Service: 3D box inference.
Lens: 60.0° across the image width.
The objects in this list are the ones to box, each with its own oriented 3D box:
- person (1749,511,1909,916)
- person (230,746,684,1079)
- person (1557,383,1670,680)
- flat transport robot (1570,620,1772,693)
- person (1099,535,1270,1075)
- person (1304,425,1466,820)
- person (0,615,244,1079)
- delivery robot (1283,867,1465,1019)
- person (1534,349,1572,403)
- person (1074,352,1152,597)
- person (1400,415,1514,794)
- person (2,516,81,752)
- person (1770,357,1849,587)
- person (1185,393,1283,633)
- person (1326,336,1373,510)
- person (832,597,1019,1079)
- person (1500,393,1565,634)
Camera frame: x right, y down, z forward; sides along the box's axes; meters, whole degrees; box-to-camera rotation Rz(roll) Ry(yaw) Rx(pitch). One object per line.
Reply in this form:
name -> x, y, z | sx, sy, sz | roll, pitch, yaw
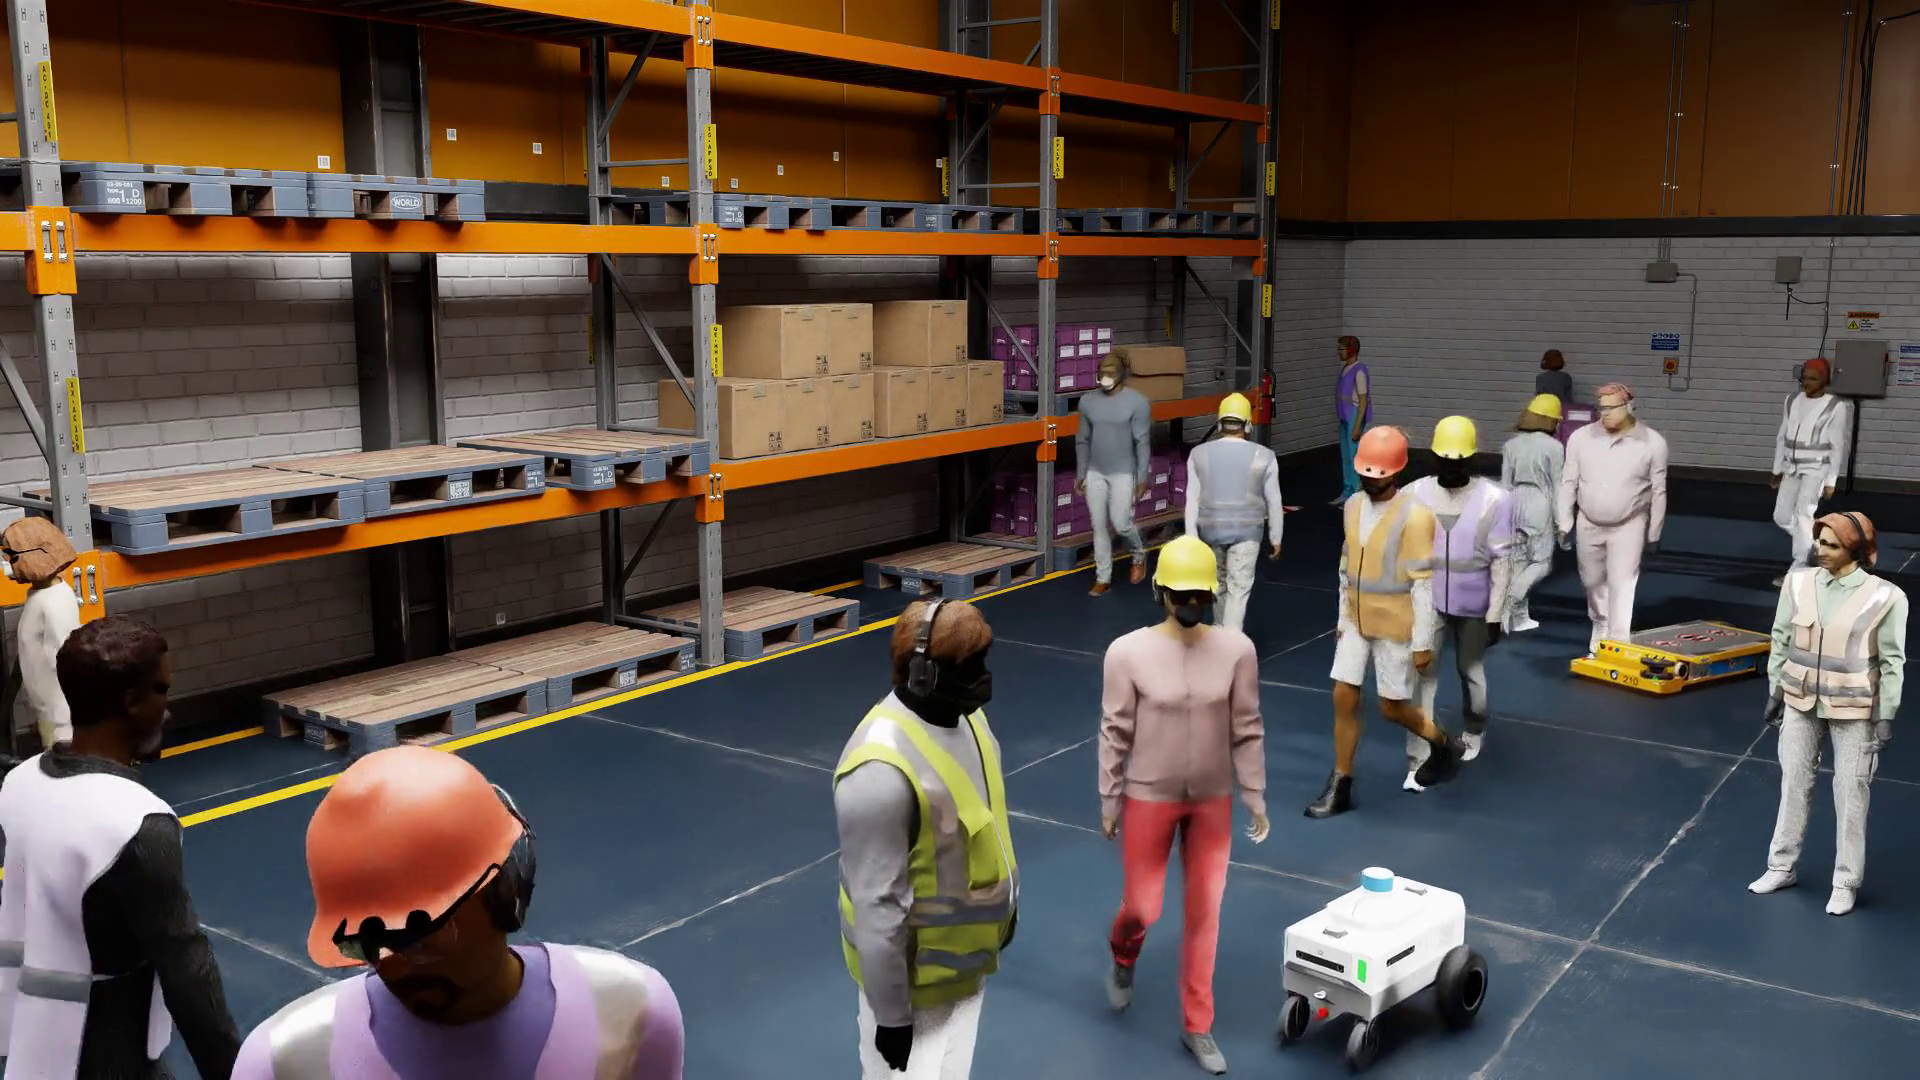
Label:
person -> 3.524, 0.689, 6.735 | 0.313, 1.637, 0.513 | -7, 12, -37
person -> -0.698, 1.229, 2.425 | 0.635, 2.014, 0.685 | -5, 11, -26
person -> 4.233, -0.099, 10.785 | 0.627, 1.873, 0.951 | 7, 12, 35
flat transport robot -> 4.628, 0.726, 10.578 | 1.431, 0.197, 0.652 | -6, 11, -31
person -> 0.723, 0.840, 5.491 | 0.545, 1.755, 0.530 | -2, 10, -11
person -> 2.058, 0.379, 7.848 | 0.819, 1.892, 0.596 | -5, 11, -27
person -> -1.746, 1.090, 3.622 | 0.829, 1.881, 0.583 | -9, 13, -43
delivery robot -> 1.415, 1.362, 5.668 | 0.477, 0.478, 0.707 | 9, 13, 44
person -> 6.905, -1.403, 19.267 | 0.510, 1.609, 0.629 | -4, 10, -21
person -> 1.220, -0.519, 13.097 | 0.630, 1.922, 0.538 | 7, 12, 35
person -> 2.513, 0.282, 8.479 | 0.585, 1.882, 0.967 | 5, 11, 26
person -> -3.603, 0.712, 6.633 | 0.277, 1.628, 0.501 | -6, 11, -33
person -> 6.855, -0.543, 13.387 | 0.540, 1.866, 0.597 | -3, 10, -19
person -> 1.763, -0.052, 10.720 | 0.611, 1.786, 0.941 | 3, 10, 17
person -> 4.155, -1.237, 17.597 | 0.390, 1.841, 0.564 | -1, 10, -4
person -> -0.073, 1.040, 4.076 | 0.430, 1.836, 0.630 | 4, 10, 21
person -> 3.938, -0.167, 11.592 | 0.628, 1.712, 0.498 | -7, 12, -35
